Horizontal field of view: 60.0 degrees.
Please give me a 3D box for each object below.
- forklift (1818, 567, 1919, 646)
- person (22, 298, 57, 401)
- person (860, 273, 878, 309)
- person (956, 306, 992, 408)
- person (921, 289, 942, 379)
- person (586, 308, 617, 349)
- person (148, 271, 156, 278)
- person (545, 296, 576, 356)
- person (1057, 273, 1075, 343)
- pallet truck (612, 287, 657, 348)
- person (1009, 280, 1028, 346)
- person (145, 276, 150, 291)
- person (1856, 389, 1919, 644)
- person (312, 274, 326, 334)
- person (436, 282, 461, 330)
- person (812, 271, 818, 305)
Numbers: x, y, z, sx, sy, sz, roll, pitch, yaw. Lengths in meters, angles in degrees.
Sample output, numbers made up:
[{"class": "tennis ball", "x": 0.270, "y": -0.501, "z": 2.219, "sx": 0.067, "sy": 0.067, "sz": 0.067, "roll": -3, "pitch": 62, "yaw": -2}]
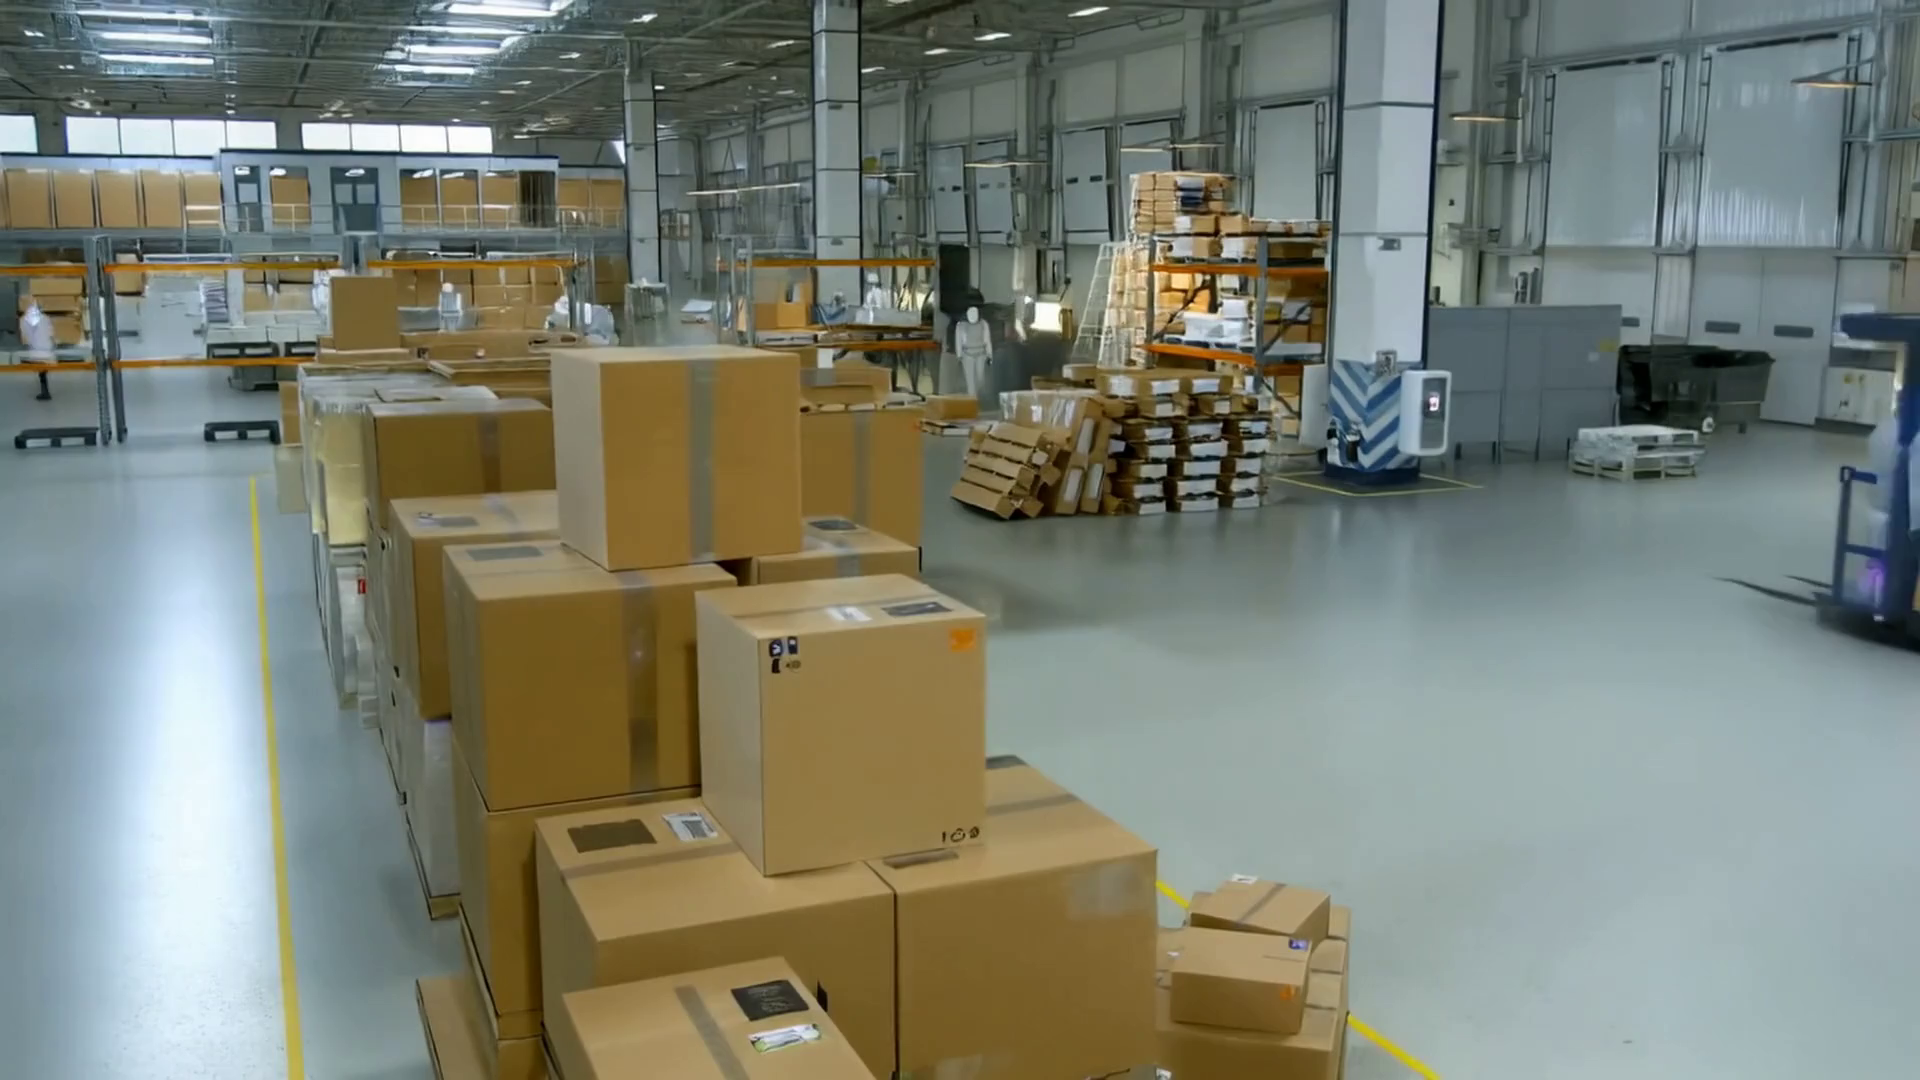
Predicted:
[{"class": "forklift", "x": 7.454, "y": -0.588, "z": 11.927, "sx": 1.129, "sy": 2.768, "sz": 1.873, "roll": -3, "pitch": 11, "yaw": -16}, {"class": "person", "x": -17.015, "y": -3.495, "z": 30.616, "sx": 0.585, "sy": 1.906, "sz": 0.770, "roll": 1, "pitch": 10, "yaw": 4}, {"class": "person", "x": -2.930, "y": -7.596, "z": 53.226, "sx": 0.624, "sy": 1.916, "sz": 0.917, "roll": -2, "pitch": 10, "yaw": -8}, {"class": "person", "x": 0.247, "y": -3.278, "z": 29.697, "sx": 0.640, "sy": 1.817, "sz": 0.671, "roll": -2, "pitch": 10, "yaw": -10}, {"class": "person", "x": -0.596, "y": -4.403, "z": 35.596, "sx": 0.378, "sy": 1.922, "sz": 0.585, "roll": 6, "pitch": 12, "yaw": 29}, {"class": "person", "x": -5.082, "y": -2.321, "z": 23.793, "sx": 0.534, "sy": 2.000, "sz": 0.803, "roll": -1, "pitch": 10, "yaw": -8}, {"class": "person", "x": -27.753, "y": -8.325, "z": 57.322, "sx": 0.357, "sy": 1.881, "sz": 0.574, "roll": -7, "pitch": 13, "yaw": -35}, {"class": "person", "x": -7.336, "y": -3.523, "z": 30.701, "sx": 0.352, "sy": 1.937, "sz": 0.635, "roll": 9, "pitch": 14, "yaw": 41}, {"class": "person", "x": 3.075, "y": -6.695, "z": 48.026, "sx": 0.375, "sy": 1.995, "sz": 0.610, "roll": -6, "pitch": 12, "yaw": -30}, {"class": "pallet truck", "x": -6.464, "y": -4.406, "z": 35.401, "sx": 0.823, "sy": 1.965, "sz": 1.885, "roll": 6, "pitch": 12, "yaw": 32}, {"class": "person", "x": 1.680, "y": -6.338, "z": 46.505, "sx": 0.518, "sy": 1.839, "sz": 0.820, "roll": -5, "pitch": 11, "yaw": -24}, {"class": "person", "x": -27.483, "y": -8.053, "z": 56.091, "sx": 0.980, "sy": 1.800, "sz": 0.530, "roll": 4, "pitch": 11, "yaw": 21}, {"class": "person", "x": 6.963, "y": -0.193, "z": 12.383, "sx": 0.377, "sy": 1.931, "sz": 0.636, "roll": 0, "pitch": 10, "yaw": 1}, {"class": "person", "x": -19.463, "y": -7.130, "z": 50.609, "sx": 0.543, "sy": 1.928, "sz": 0.372, "roll": 9, "pitch": 14, "yaw": 40}, {"class": "person", "x": -13.573, "y": -5.903, "z": 44.070, "sx": 0.592, "sy": 1.834, "sz": 0.989, "roll": -7, "pitch": 12, "yaw": -33}, {"class": "person", "x": -5.546, "y": -9.897, "z": 66.143, "sx": 0.635, "sy": 1.824, "sz": 0.657, "roll": -4, "pitch": 11, "yaw": -20}]
